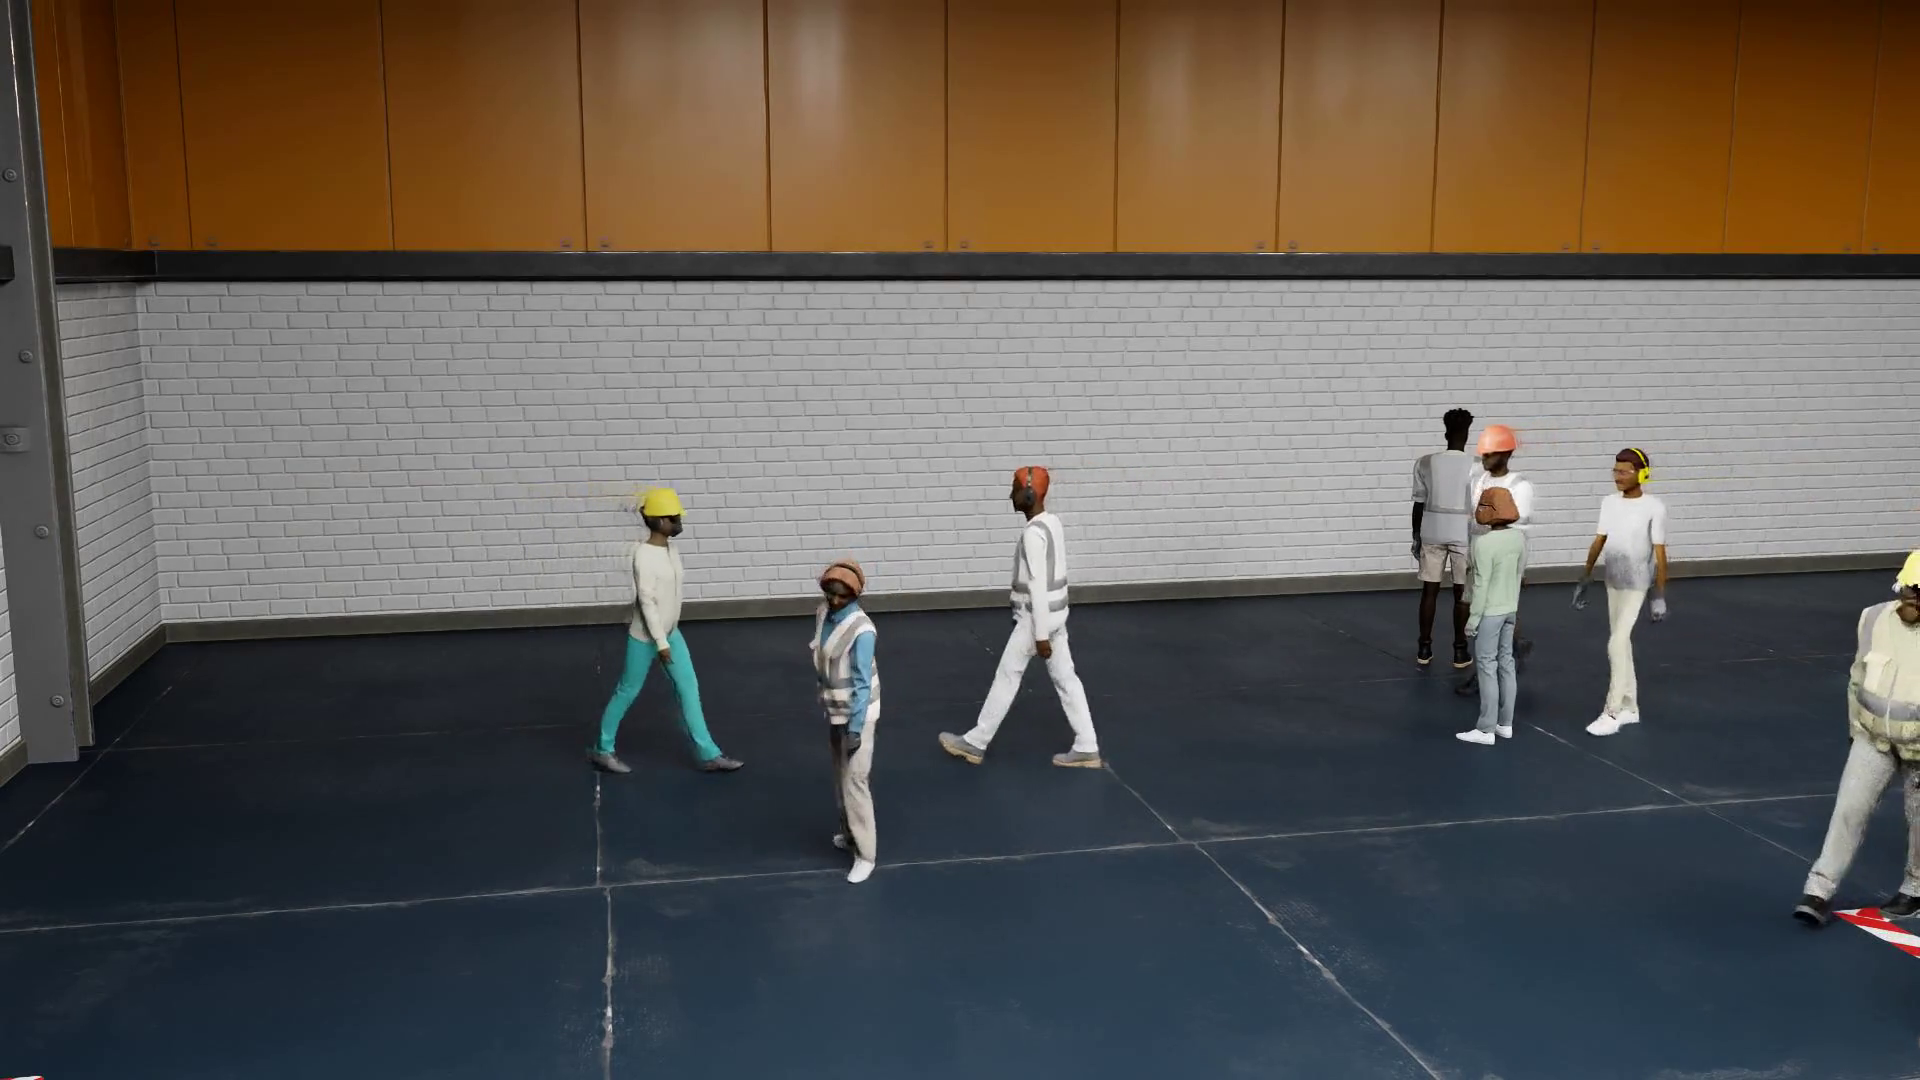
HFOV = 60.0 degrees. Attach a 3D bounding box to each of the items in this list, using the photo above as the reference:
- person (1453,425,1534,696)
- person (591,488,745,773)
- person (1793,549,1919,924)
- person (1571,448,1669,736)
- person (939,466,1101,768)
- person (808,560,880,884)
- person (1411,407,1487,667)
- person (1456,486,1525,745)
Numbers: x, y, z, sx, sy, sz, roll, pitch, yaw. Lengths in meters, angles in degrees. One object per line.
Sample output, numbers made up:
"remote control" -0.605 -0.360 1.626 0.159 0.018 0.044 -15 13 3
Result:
"person" 3.798 0.138 11.702 0.648 1.921 0.556 -4 10 -24
"person" -1.785 0.551 9.796 0.921 1.723 0.519 3 10 18
"person" 4.194 0.904 7.441 0.884 1.780 0.597 -7 12 -37
"person" 4.202 0.332 10.752 0.713 1.849 0.526 -4 10 -23
"person" 0.403 0.466 9.967 1.001 1.826 0.585 3 10 18
"person" -0.575 0.863 8.231 0.354 1.605 0.667 -4 10 -24
"person" 3.704 -0.019 12.557 0.607 1.958 0.378 5 10 26
"person" 3.372 0.474 10.524 0.507 1.633 0.277 -8 12 -41
